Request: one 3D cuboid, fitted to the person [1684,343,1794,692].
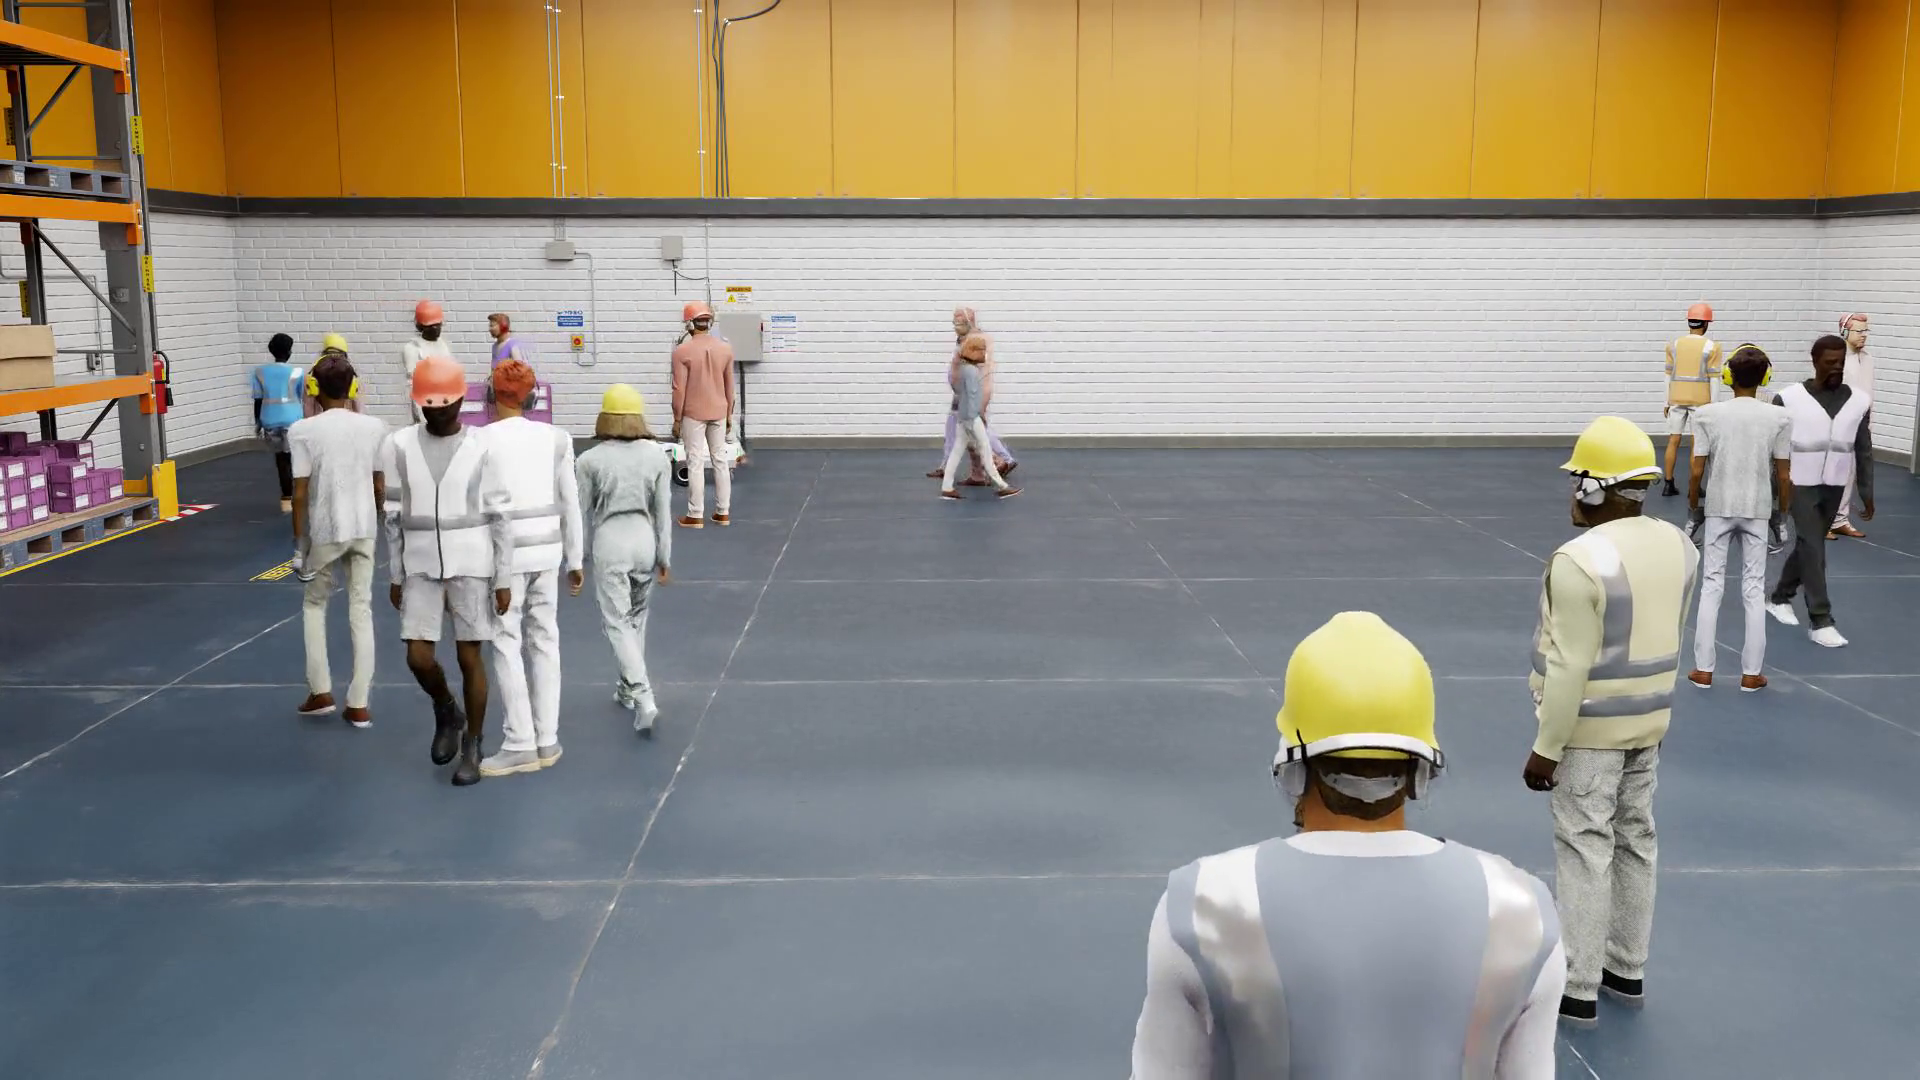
[{"bbox_3d":[4.181,-0.112,8.955,0.514,1.861,0.328,4,10,24],"label":"person"}]

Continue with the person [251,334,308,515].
[{"bbox_3d":[-6.280,-1.094,15.580,0.550,1.657,0.842,0,9,2],"label":"person"}]

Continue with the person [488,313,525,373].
[{"bbox_3d":[-4.792,-1.558,17.995,0.878,1.812,0.572,-7,11,-35],"label":"person"}]

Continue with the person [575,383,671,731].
[{"bbox_3d":[-1.657,0.076,8.283,0.498,1.714,0.843,-5,11,-30],"label":"person"}]

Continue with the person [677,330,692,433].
[{"bbox_3d":[-3.098,-1.755,19.188,0.394,1.823,0.621,-5,10,-27],"label":"person"}]

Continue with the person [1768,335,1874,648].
[{"bbox_3d":[5.305,-0.334,10.298,0.608,1.873,0.995,0,9,-3],"label":"person"}]

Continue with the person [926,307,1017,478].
[{"bbox_3d":[0.144,-1.579,17.936,0.943,1.870,0.646,0,9,-3],"label":"person"}]

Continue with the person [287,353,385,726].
[{"bbox_3d":[-3.120,-0.002,8.324,0.516,1.843,0.619,-7,11,-35],"label":"person"}]

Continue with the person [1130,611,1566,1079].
[{"bbox_3d":[0.537,0.992,2.405,0.603,1.792,0.909,-1,9,-3],"label":"person"}]

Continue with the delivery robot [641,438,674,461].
[{"bbox_3d":[-3.409,-0.928,17.659,0.707,0.478,0.477,3,10,16],"label":"delivery robot"}]

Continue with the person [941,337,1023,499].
[{"bbox_3d":[0.196,-1.181,16.302,0.834,1.589,0.519,-1,9,-8],"label":"person"}]

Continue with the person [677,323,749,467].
[{"bbox_3d":[-2.883,-1.715,18.743,1.034,1.886,0.639,0,9,-1],"label":"person"}]

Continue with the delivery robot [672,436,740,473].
[{"bbox_3d":[-2.678,-0.909,17.544,0.707,0.478,0.477,-2,9,-11],"label":"delivery robot"}]

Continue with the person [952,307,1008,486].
[{"bbox_3d":[0.194,-1.447,17.117,0.557,1.874,0.735,2,9,12],"label":"person"}]

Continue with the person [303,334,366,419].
[{"bbox_3d":[-5.359,-0.910,14.289,0.519,1.717,0.930,-3,10,-20],"label":"person"}]

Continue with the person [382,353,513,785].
[{"bbox_3d":[-2.237,0.131,7.289,0.561,1.909,0.439,-1,9,-4],"label":"person"}]

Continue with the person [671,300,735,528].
[{"bbox_3d":[-2.260,-1.097,14.591,0.609,1.991,0.384,-7,12,-38],"label":"person"}]

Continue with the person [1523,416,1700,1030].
[{"bbox_3d":[1.915,0.546,4.999,0.589,1.834,0.403,-6,11,-34],"label":"person"}]

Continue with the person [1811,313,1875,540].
[{"bbox_3d":[7.417,-0.946,13.955,0.640,1.902,0.402,-5,10,-27],"label":"person"}]

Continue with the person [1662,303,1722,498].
[{"bbox_3d":[7.255,-1.376,16.493,0.542,1.933,0.382,8,12,42],"label":"person"}]

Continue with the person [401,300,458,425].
[{"bbox_3d":[-4.579,-1.122,14.741,0.699,1.993,0.687,4,10,21],"label":"person"}]

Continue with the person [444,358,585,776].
[{"bbox_3d":[-2.017,0.117,7.535,0.671,1.873,0.383,-9,13,-43],"label":"person"}]
